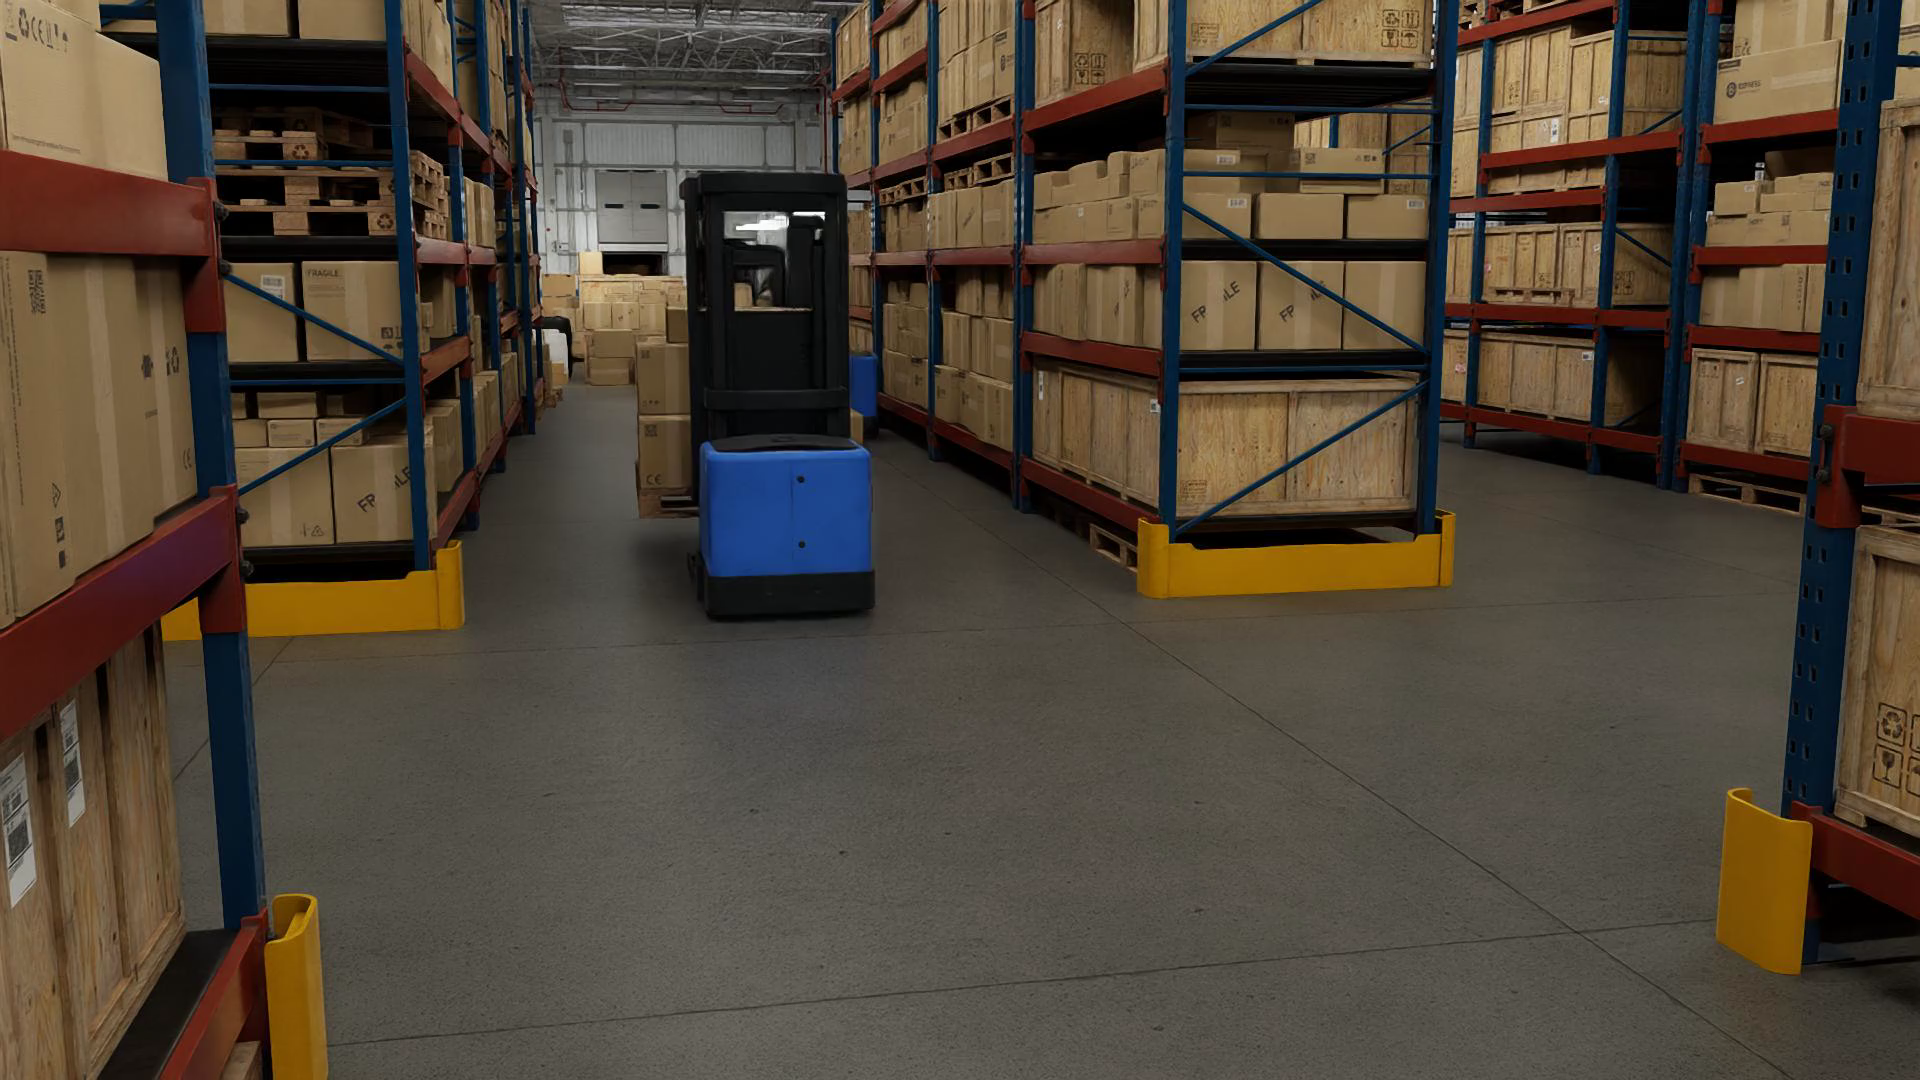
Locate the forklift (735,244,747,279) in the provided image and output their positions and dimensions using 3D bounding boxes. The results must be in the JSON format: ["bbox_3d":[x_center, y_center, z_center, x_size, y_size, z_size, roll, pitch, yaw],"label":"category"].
[{"bbox_3d":[-6.140,-6.632,45.249,1.873,2.768,1.129,-7,12,-37],"label":"forklift"}]

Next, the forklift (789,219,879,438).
[{"bbox_3d":[-2.004,-2.741,21.532,1.873,2.768,1.129,-1,9,-4],"label":"forklift"}]

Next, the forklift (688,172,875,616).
[{"bbox_3d":[-1.229,-1.019,11.034,1.129,2.768,1.873,-2,10,-12],"label":"forklift"}]

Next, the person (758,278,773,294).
[{"bbox_3d":[-5.452,-6.471,47.234,0.676,1.907,0.590,1,9,5],"label":"person"}]
